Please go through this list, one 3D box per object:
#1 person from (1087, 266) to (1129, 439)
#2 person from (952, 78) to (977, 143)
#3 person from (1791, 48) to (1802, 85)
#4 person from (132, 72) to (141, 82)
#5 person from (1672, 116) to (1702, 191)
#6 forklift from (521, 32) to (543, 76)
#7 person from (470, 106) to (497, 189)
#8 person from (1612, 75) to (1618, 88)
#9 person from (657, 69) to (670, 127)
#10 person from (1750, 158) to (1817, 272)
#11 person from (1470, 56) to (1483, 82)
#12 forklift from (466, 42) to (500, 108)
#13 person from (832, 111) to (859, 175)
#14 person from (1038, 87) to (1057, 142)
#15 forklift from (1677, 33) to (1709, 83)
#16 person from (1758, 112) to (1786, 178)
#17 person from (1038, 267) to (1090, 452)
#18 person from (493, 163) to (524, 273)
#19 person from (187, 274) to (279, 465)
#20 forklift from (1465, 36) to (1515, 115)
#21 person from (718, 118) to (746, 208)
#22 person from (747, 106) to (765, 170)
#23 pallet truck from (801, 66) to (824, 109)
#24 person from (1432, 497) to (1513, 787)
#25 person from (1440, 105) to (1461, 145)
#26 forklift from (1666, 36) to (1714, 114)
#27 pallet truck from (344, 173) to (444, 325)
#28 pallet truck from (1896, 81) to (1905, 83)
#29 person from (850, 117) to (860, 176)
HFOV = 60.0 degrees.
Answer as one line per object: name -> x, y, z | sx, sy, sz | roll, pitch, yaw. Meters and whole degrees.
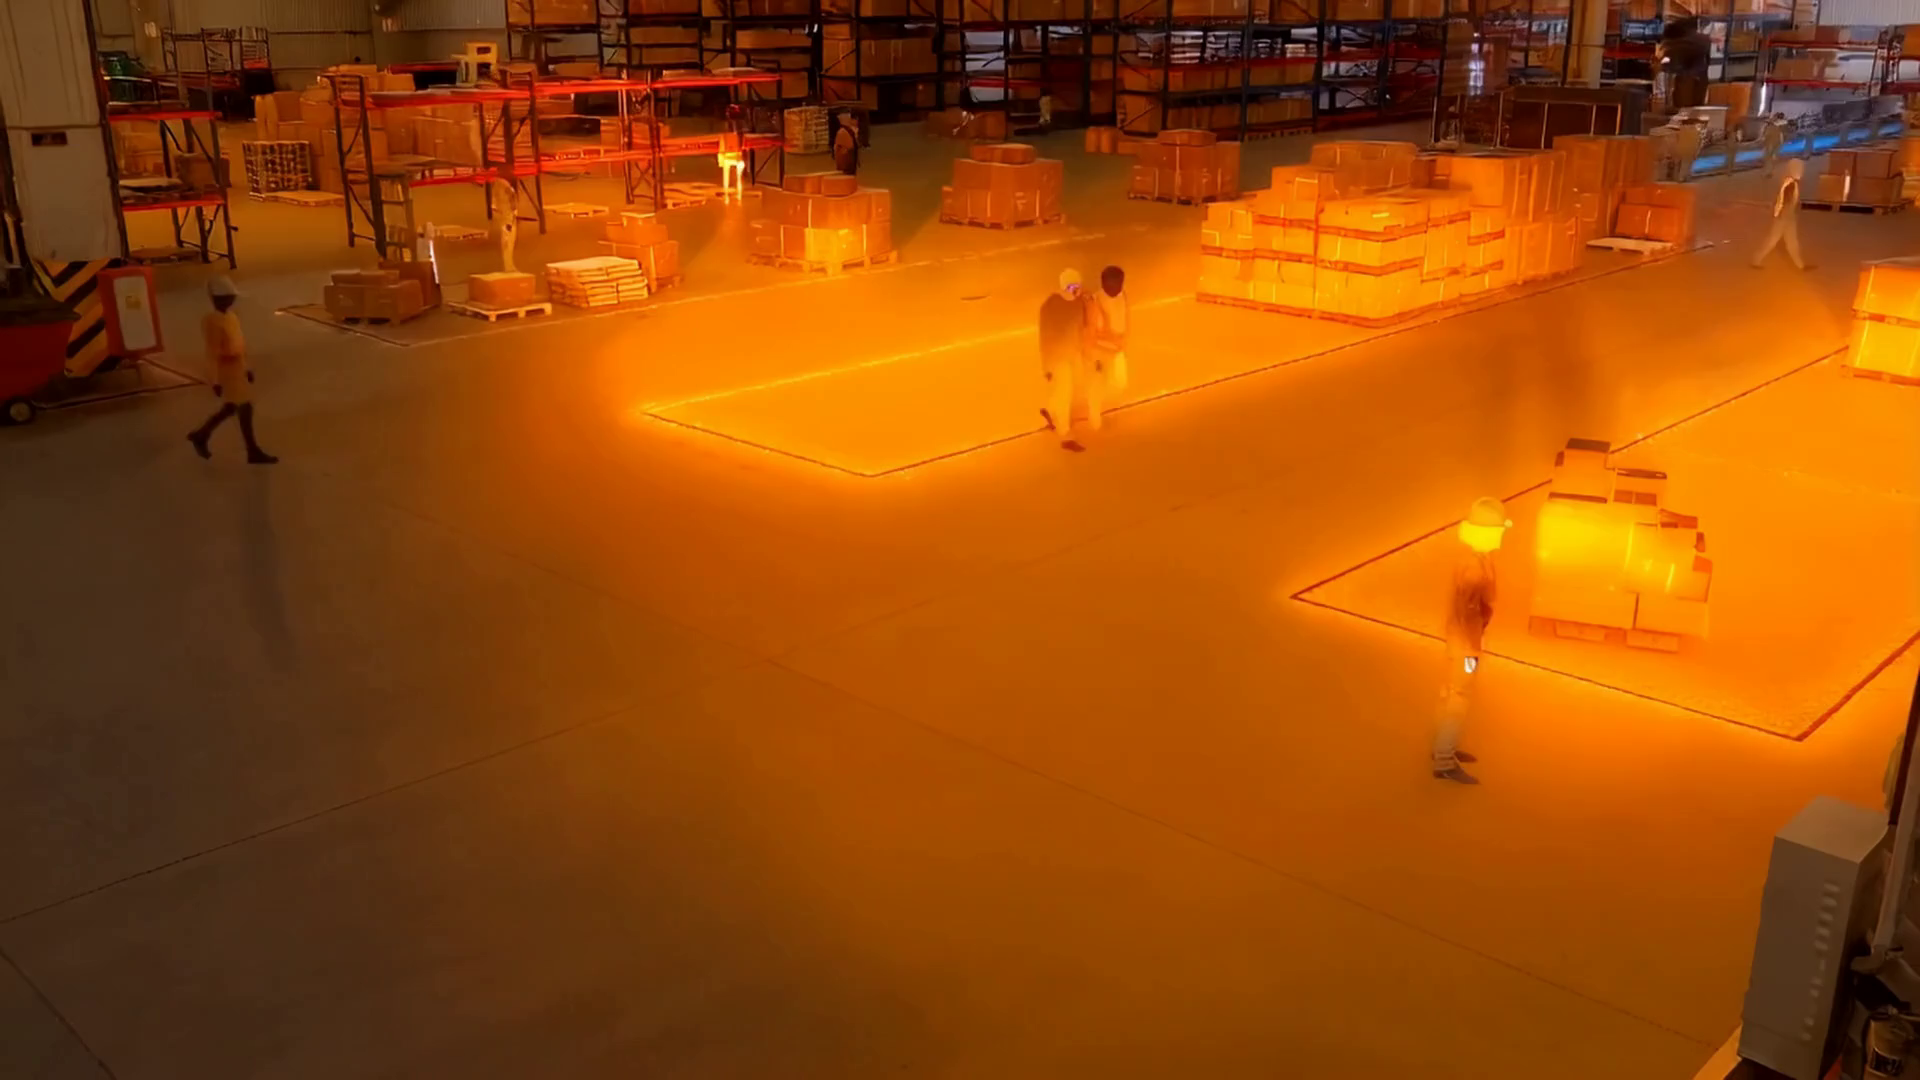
person -> 1.521, -1.956, 17.329 | 0.439, 1.823, 0.663 | 14, 23, 36
person -> 0.147, -13.078, 50.667 | 0.685, 1.940, 0.661 | 0, 18, 0
person -> 41.106, -23.227, 81.538 | 0.652, 1.749, 0.526 | -16, 24, -39
person -> -27.093, -14.432, 54.775 | 0.554, 1.923, 0.571 | 8, 20, 22
person -> 16.307, -8.588, 37.324 | 0.425, 1.815, 0.611 | -15, 23, -37
forklift -> -17.247, -19.051, 67.179 | 1.129, 2.768, 1.873 | 17, 25, 41
person -> -11.169, -9.201, 38.996 | 0.654, 1.925, 0.547 | -17, 25, -41
person -> 22.643, -15.246, 57.583 | 0.491, 1.684, 0.540 | 8, 20, 22
person -> -10.099, -15.017, 56.545 | 0.588, 1.911, 0.396 | 13, 22, 34
person -> 13.735, -5.373, 27.559 | 1.022, 1.859, 0.614 | 8, 20, 23
person -> 20.799, -18.597, 67.318 | 0.660, 1.912, 0.565 | -16, 24, -40
forklift -> -15.799, -15.111, 55.310 | 1.873, 2.768, 1.129 | 17, 25, 41
person -> -2.496, -8.200, 35.798 | 0.538, 2.000, 0.686 | 9, 21, 26
person -> 2.644, -13.004, 50.840 | 0.501, 1.669, 0.585 | 11, 21, 29
forklift -> 29.243, -18.892, 66.702 | 1.129, 2.768, 1.873 | 17, 25, 41
person -> 20.119, -9.788, 41.237 | 0.645, 1.607, 0.529 | -17, 25, -41
person -> 1.007, -1.851, 16.885 | 0.685, 1.903, 0.644 | -16, 24, -40
person -> -7.361, -5.216, 27.132 | 0.429, 1.838, 0.621 | -4, 19, -11
person -> -7.261, -1.672, 16.346 | 0.849, 1.910, 0.547 | -1, 18, -2
forklift -> 19.973, -17.201, 61.605 | 1.873, 2.768, 1.129 | 16, 24, 40
person -> -4.886, -8.071, 35.651 | 0.572, 1.886, 0.358 | -5, 19, -14
person -> -5.292, -10.419, 43.144 | 0.521, 1.624, 0.384 | 13, 22, 34
pallet truck -> -4.812, -15.182, 56.903 | 0.823, 1.965, 1.885 | -9, 21, -26
person -> 3.019, 0.580, 9.810 | 0.324, 1.743, 0.490 | 5, 19, 16
person -> 11.466, -9.161, 38.857 | 0.376, 1.934, 0.550 | -10, 21, -27
forklift -> 27.341, -17.291, 61.877 | 1.129, 2.768, 1.873 | 17, 25, 41
pallet truck -> -8.209, -4.181, 23.757 | 0.823, 1.965, 1.885 | 3, 19, 9
pallet truck -> 34.802, -16.331, 61.455 | 0.653, 1.274, 1.630 | 17, 25, 41
person -> -2.323, -8.282, 36.317 | 0.319, 1.871, 0.542 | 4, 19, 13
